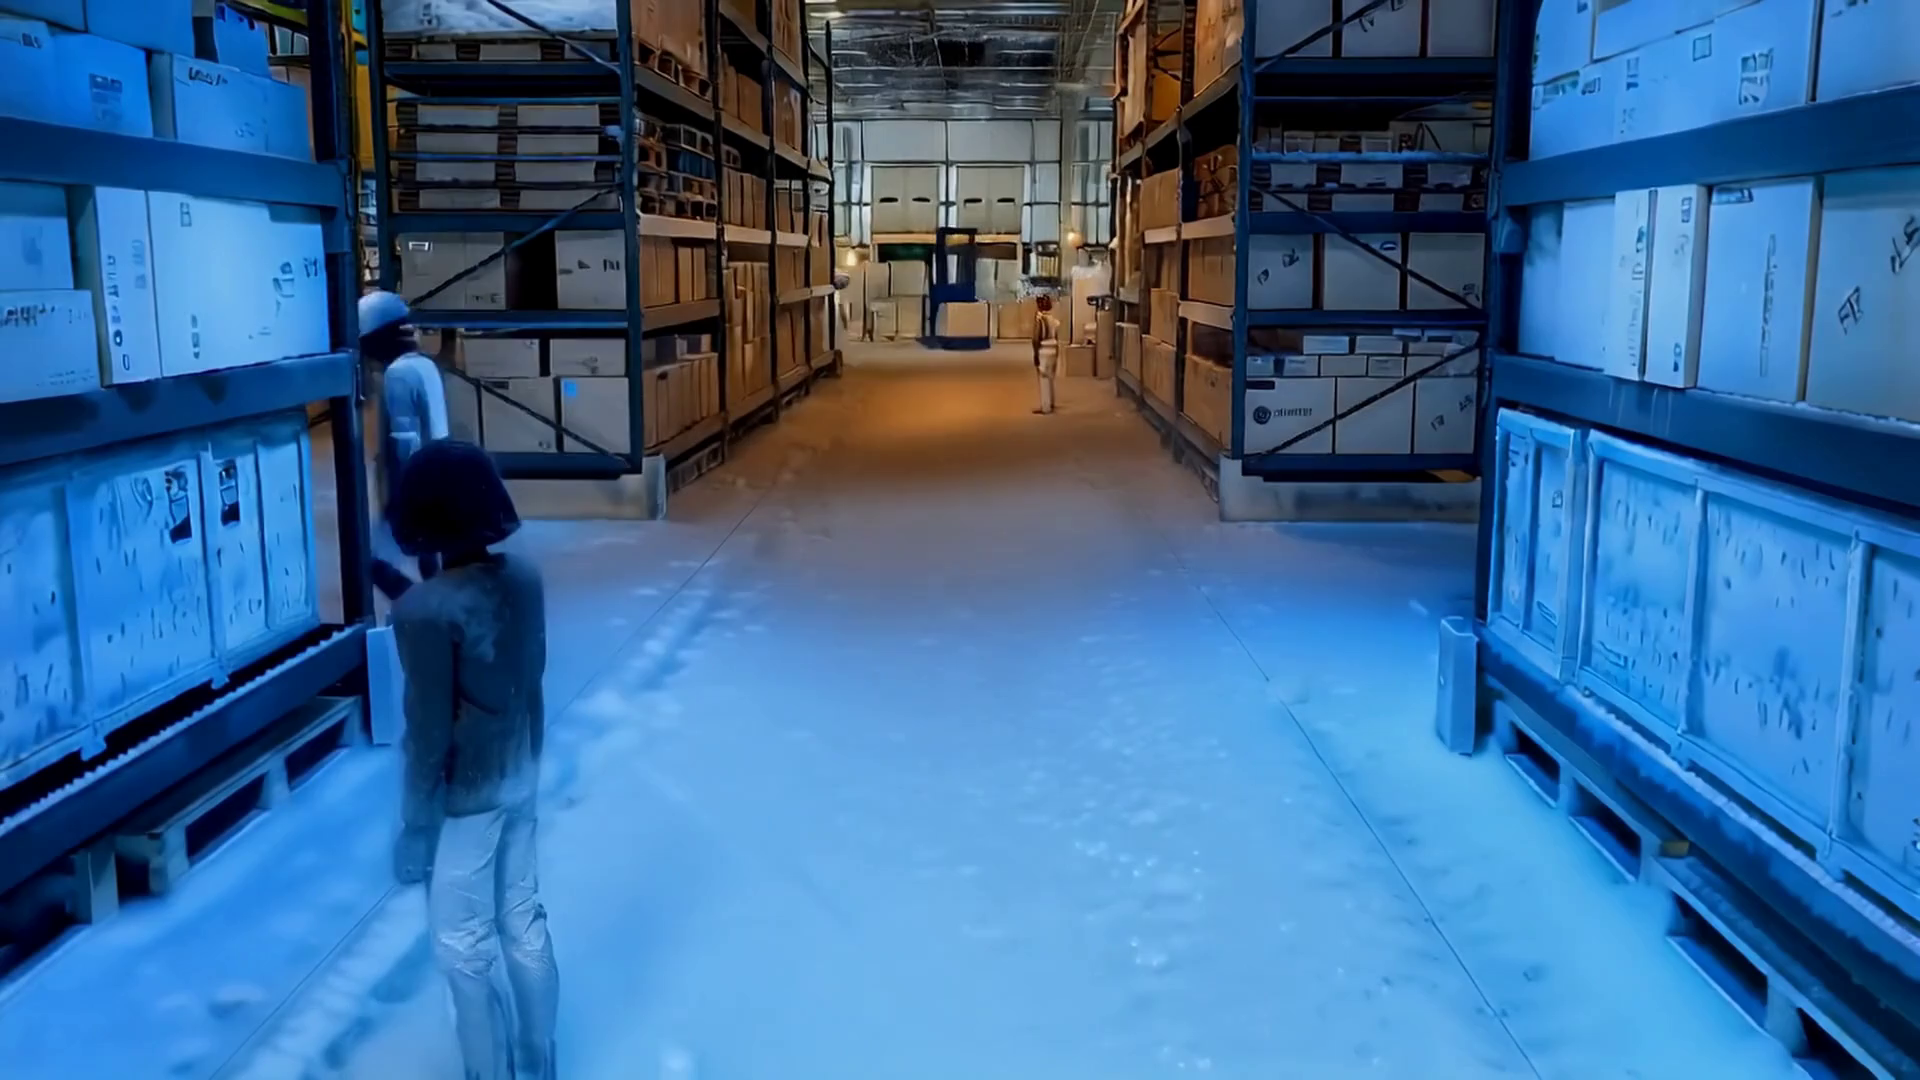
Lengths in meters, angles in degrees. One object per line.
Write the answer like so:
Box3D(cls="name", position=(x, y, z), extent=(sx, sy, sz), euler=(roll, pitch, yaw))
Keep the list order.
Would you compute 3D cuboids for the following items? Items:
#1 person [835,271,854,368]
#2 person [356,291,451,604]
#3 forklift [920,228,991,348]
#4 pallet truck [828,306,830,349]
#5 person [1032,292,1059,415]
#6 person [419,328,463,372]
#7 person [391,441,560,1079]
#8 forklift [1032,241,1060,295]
Box3D(cls="person", position=(-2.281, -4.225, 31.918), extent=(0.482, 1.853, 0.540), euler=(2, 10, 15))
Box3D(cls="person", position=(-2.606, -0.236, 7.957), extent=(0.530, 1.883, 0.603), euler=(0, 9, 0))
Box3D(cls="forklift", position=(-0.079, -5.964, 39.288), extent=(1.129, 2.768, 1.873), euler=(-4, 10, -23))
Box3D(cls="pallet truck", position=(-3.100, -3.940, 29.800), extent=(1.885, 1.965, 0.823), euler=(3, 10, 19))
Box3D(cls="person", position=(1.141, -2.473, 22.124), extent=(0.318, 1.630, 0.513), euler=(6, 11, 31))
Box3D(cls="person", position=(-6.117, -2.186, 19.640), extent=(0.647, 1.894, 0.506), euler=(9, 13, 44))
Box3D(cls="person", position=(-1.095, 0.592, 3.740), extent=(0.267, 1.632, 0.509), euler=(3, 10, 16))
Box3D(cls="forklift", position=(3.181, -9.726, 61.818), extent=(1.129, 2.768, 1.873), euler=(0, 9, 1))
